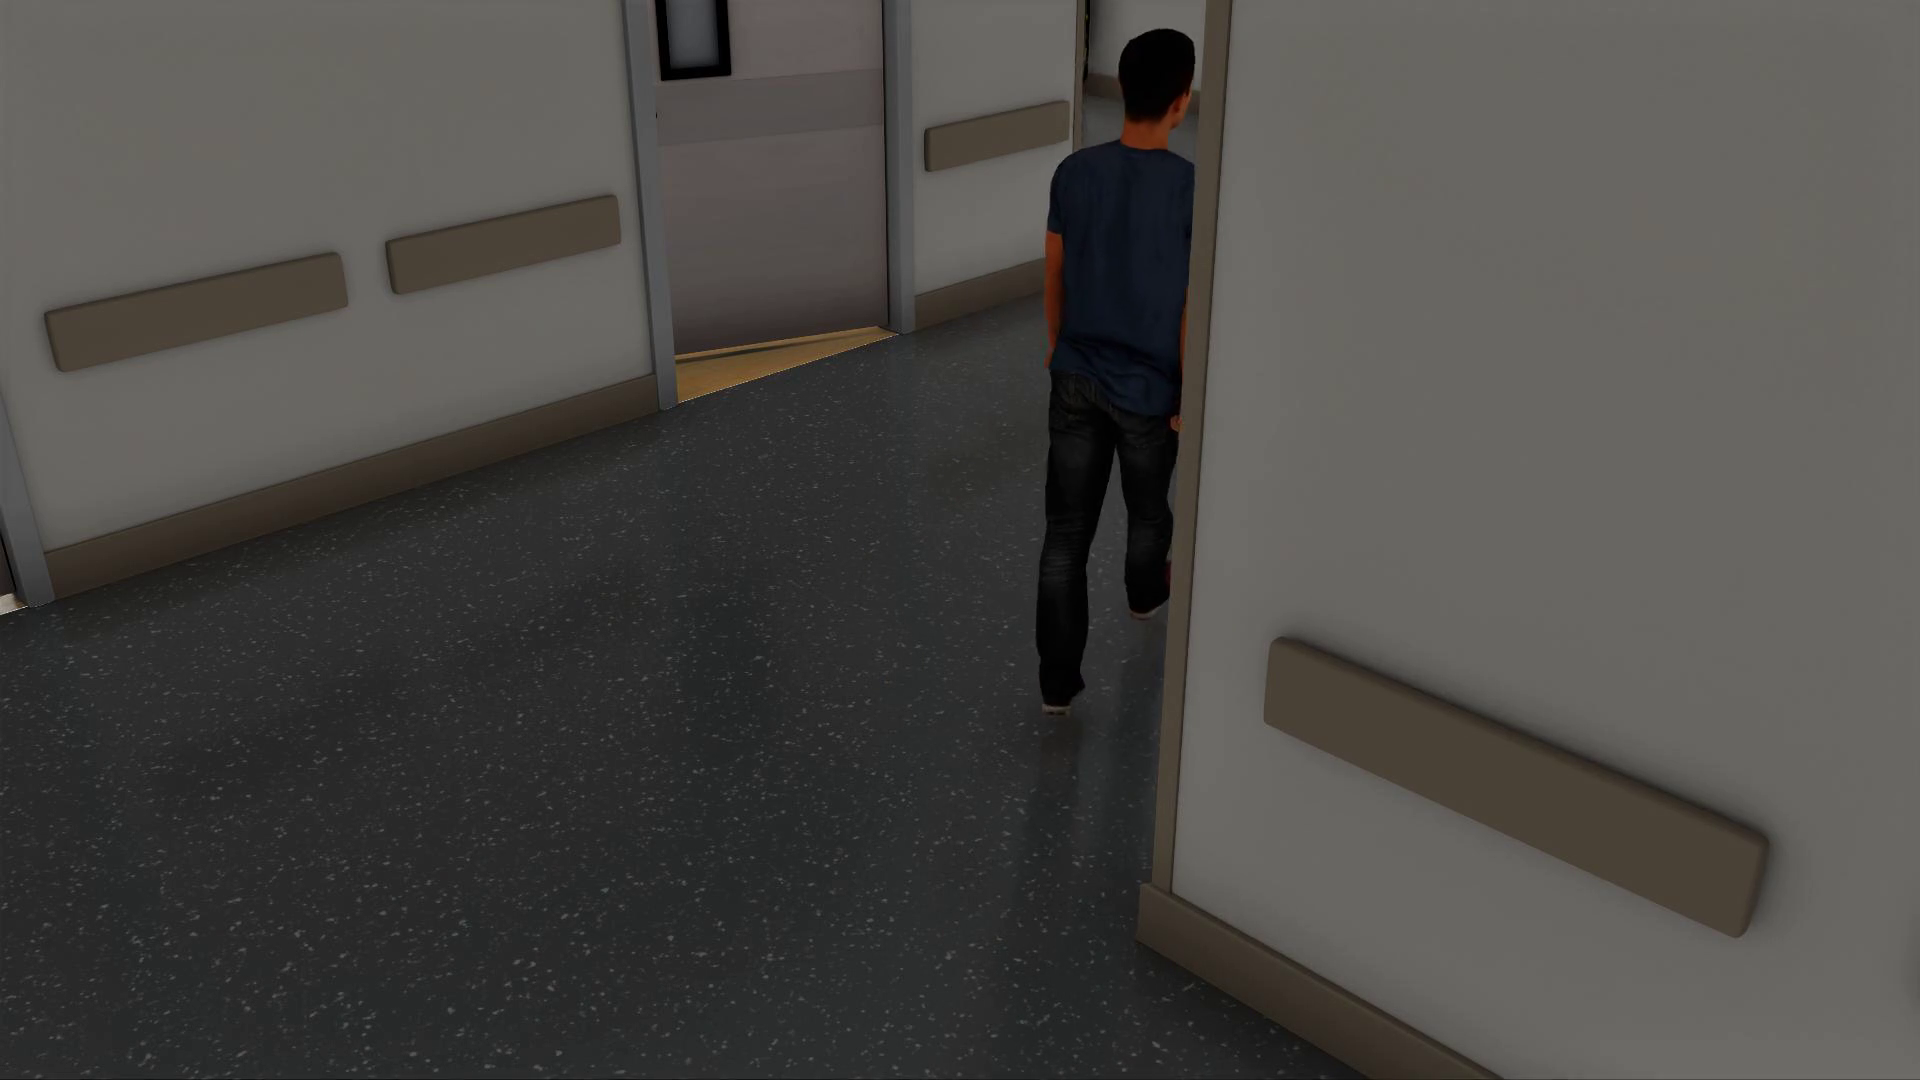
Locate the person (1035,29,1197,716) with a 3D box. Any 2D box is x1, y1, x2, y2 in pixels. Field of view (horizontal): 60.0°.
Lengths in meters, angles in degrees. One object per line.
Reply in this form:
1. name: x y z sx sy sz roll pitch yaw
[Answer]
1. person: 0.384 -0.365 4.365 1.003 1.751 1.307 9 27 18
